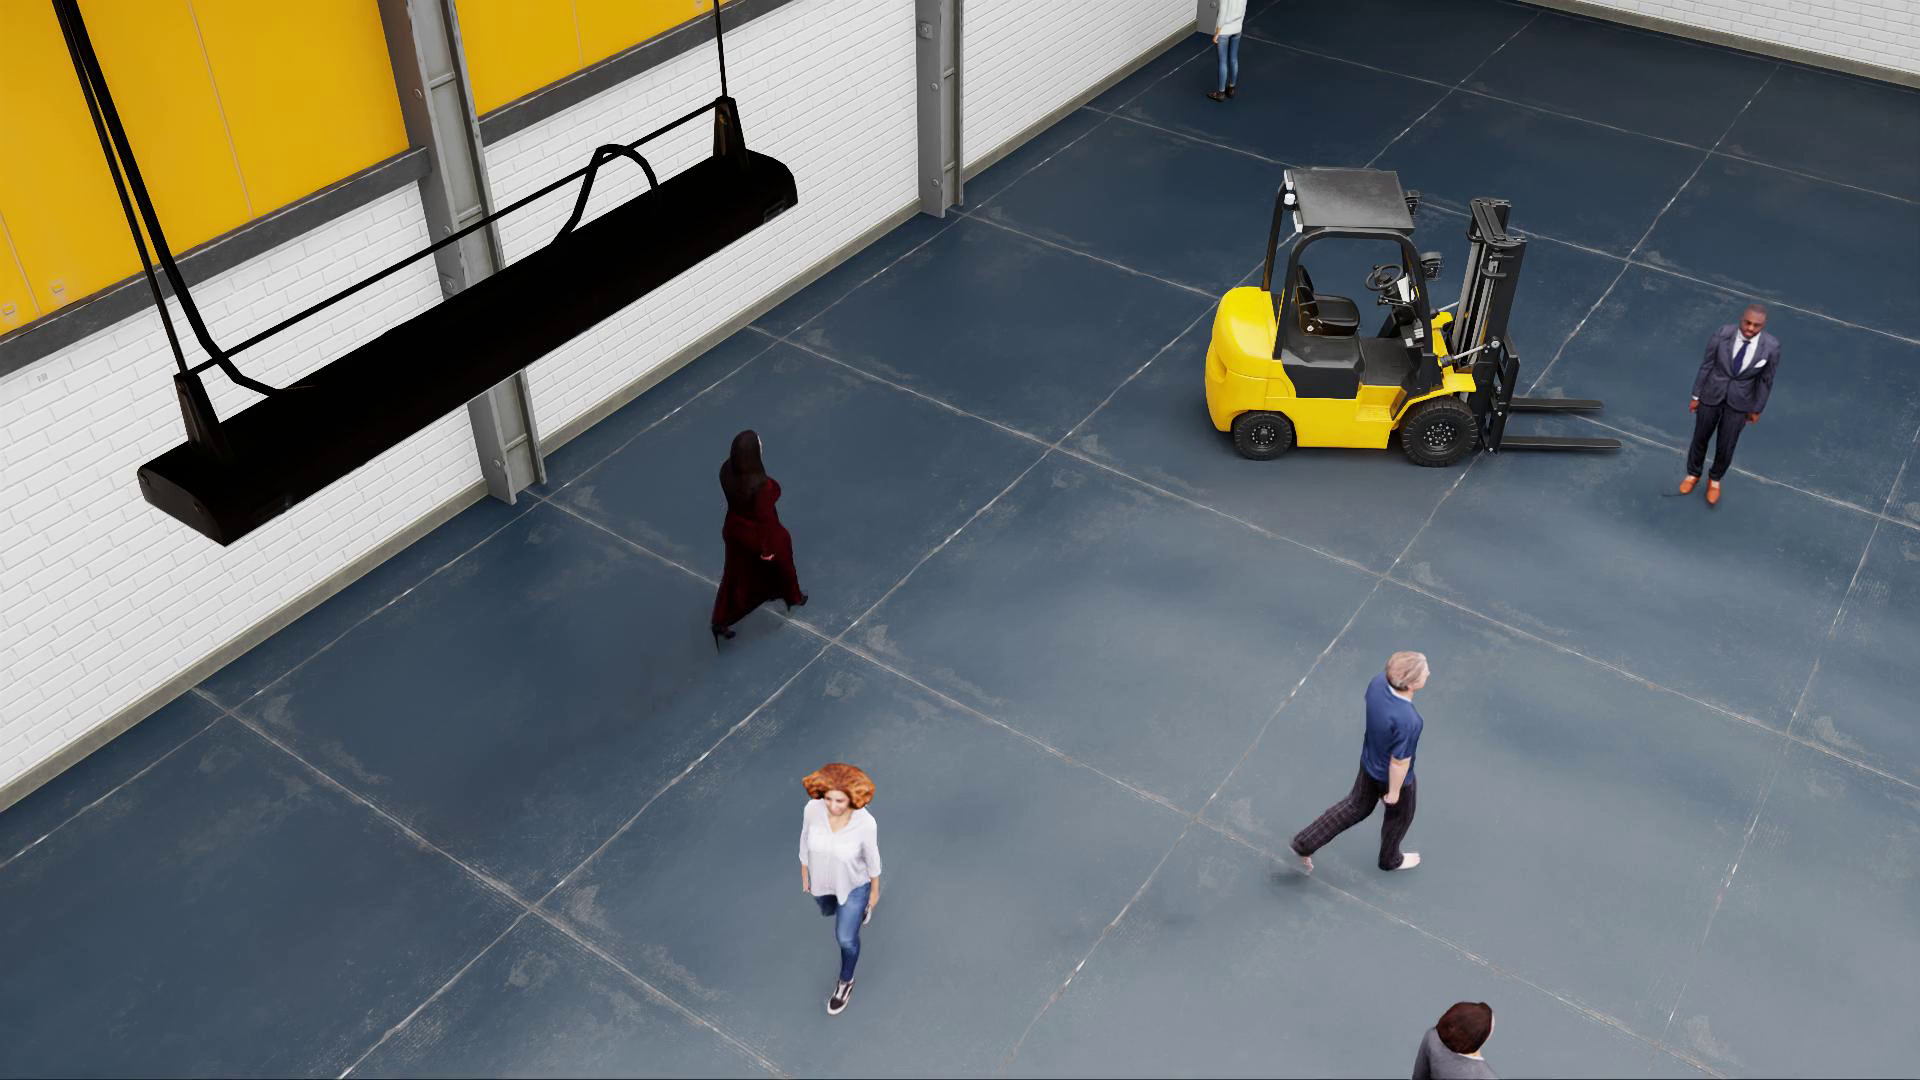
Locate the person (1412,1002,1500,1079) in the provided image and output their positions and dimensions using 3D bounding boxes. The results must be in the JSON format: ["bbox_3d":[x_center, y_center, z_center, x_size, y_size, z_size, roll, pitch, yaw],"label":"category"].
[{"bbox_3d":[2.377,2.846,8.130,0.626,1.768,0.669,-26,45,-29],"label":"person"}]

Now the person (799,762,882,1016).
[{"bbox_3d":[-0.647,1.853,9.434,0.759,1.693,1.077,15,41,18],"label":"person"}]

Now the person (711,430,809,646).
[{"bbox_3d":[-1.528,0.021,11.708,0.733,1.718,1.080,29,47,31],"label":"person"}]

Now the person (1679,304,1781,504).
[{"bbox_3d":[6.004,-1.097,13.044,0.690,1.798,0.622,22,43,25],"label":"person"}]

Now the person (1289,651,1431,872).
[{"bbox_3d":[2.453,1.372,9.919,1.186,1.839,1.080,-9,40,-11],"label":"person"}]

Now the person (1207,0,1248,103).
[{"bbox_3d":[3.101,-5.886,19.162,0.537,1.646,0.691,-25,45,-28],"label":"person"}]
